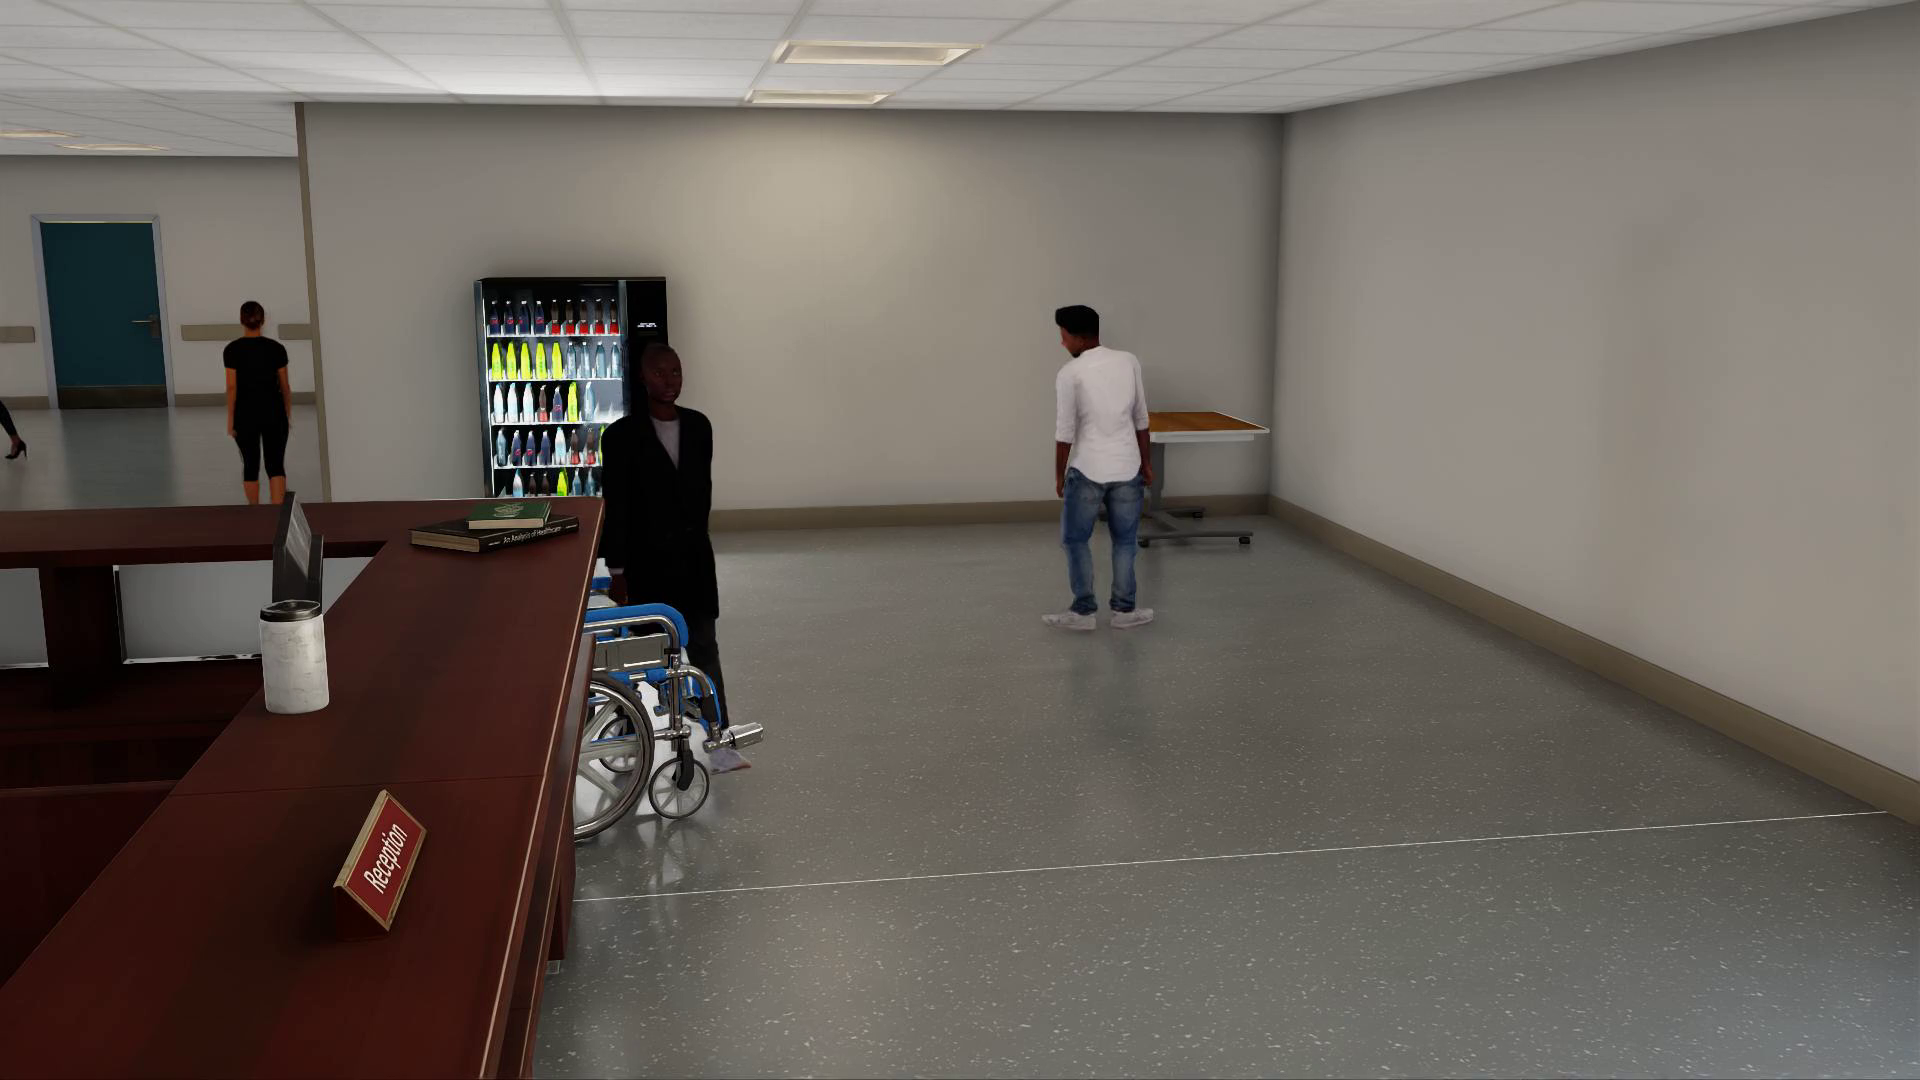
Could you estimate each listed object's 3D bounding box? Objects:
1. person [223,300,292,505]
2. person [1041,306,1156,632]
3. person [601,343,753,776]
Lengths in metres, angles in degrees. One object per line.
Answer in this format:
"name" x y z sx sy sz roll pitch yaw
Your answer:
"person" -4.926 -0.833 11.747 1.113 1.628 0.858 -5 12 -25
"person" 0.832 -0.388 9.044 0.500 1.763 0.884 1 11 3
"person" -1.218 0.097 6.658 1.152 1.699 1.001 -7 13 -33
